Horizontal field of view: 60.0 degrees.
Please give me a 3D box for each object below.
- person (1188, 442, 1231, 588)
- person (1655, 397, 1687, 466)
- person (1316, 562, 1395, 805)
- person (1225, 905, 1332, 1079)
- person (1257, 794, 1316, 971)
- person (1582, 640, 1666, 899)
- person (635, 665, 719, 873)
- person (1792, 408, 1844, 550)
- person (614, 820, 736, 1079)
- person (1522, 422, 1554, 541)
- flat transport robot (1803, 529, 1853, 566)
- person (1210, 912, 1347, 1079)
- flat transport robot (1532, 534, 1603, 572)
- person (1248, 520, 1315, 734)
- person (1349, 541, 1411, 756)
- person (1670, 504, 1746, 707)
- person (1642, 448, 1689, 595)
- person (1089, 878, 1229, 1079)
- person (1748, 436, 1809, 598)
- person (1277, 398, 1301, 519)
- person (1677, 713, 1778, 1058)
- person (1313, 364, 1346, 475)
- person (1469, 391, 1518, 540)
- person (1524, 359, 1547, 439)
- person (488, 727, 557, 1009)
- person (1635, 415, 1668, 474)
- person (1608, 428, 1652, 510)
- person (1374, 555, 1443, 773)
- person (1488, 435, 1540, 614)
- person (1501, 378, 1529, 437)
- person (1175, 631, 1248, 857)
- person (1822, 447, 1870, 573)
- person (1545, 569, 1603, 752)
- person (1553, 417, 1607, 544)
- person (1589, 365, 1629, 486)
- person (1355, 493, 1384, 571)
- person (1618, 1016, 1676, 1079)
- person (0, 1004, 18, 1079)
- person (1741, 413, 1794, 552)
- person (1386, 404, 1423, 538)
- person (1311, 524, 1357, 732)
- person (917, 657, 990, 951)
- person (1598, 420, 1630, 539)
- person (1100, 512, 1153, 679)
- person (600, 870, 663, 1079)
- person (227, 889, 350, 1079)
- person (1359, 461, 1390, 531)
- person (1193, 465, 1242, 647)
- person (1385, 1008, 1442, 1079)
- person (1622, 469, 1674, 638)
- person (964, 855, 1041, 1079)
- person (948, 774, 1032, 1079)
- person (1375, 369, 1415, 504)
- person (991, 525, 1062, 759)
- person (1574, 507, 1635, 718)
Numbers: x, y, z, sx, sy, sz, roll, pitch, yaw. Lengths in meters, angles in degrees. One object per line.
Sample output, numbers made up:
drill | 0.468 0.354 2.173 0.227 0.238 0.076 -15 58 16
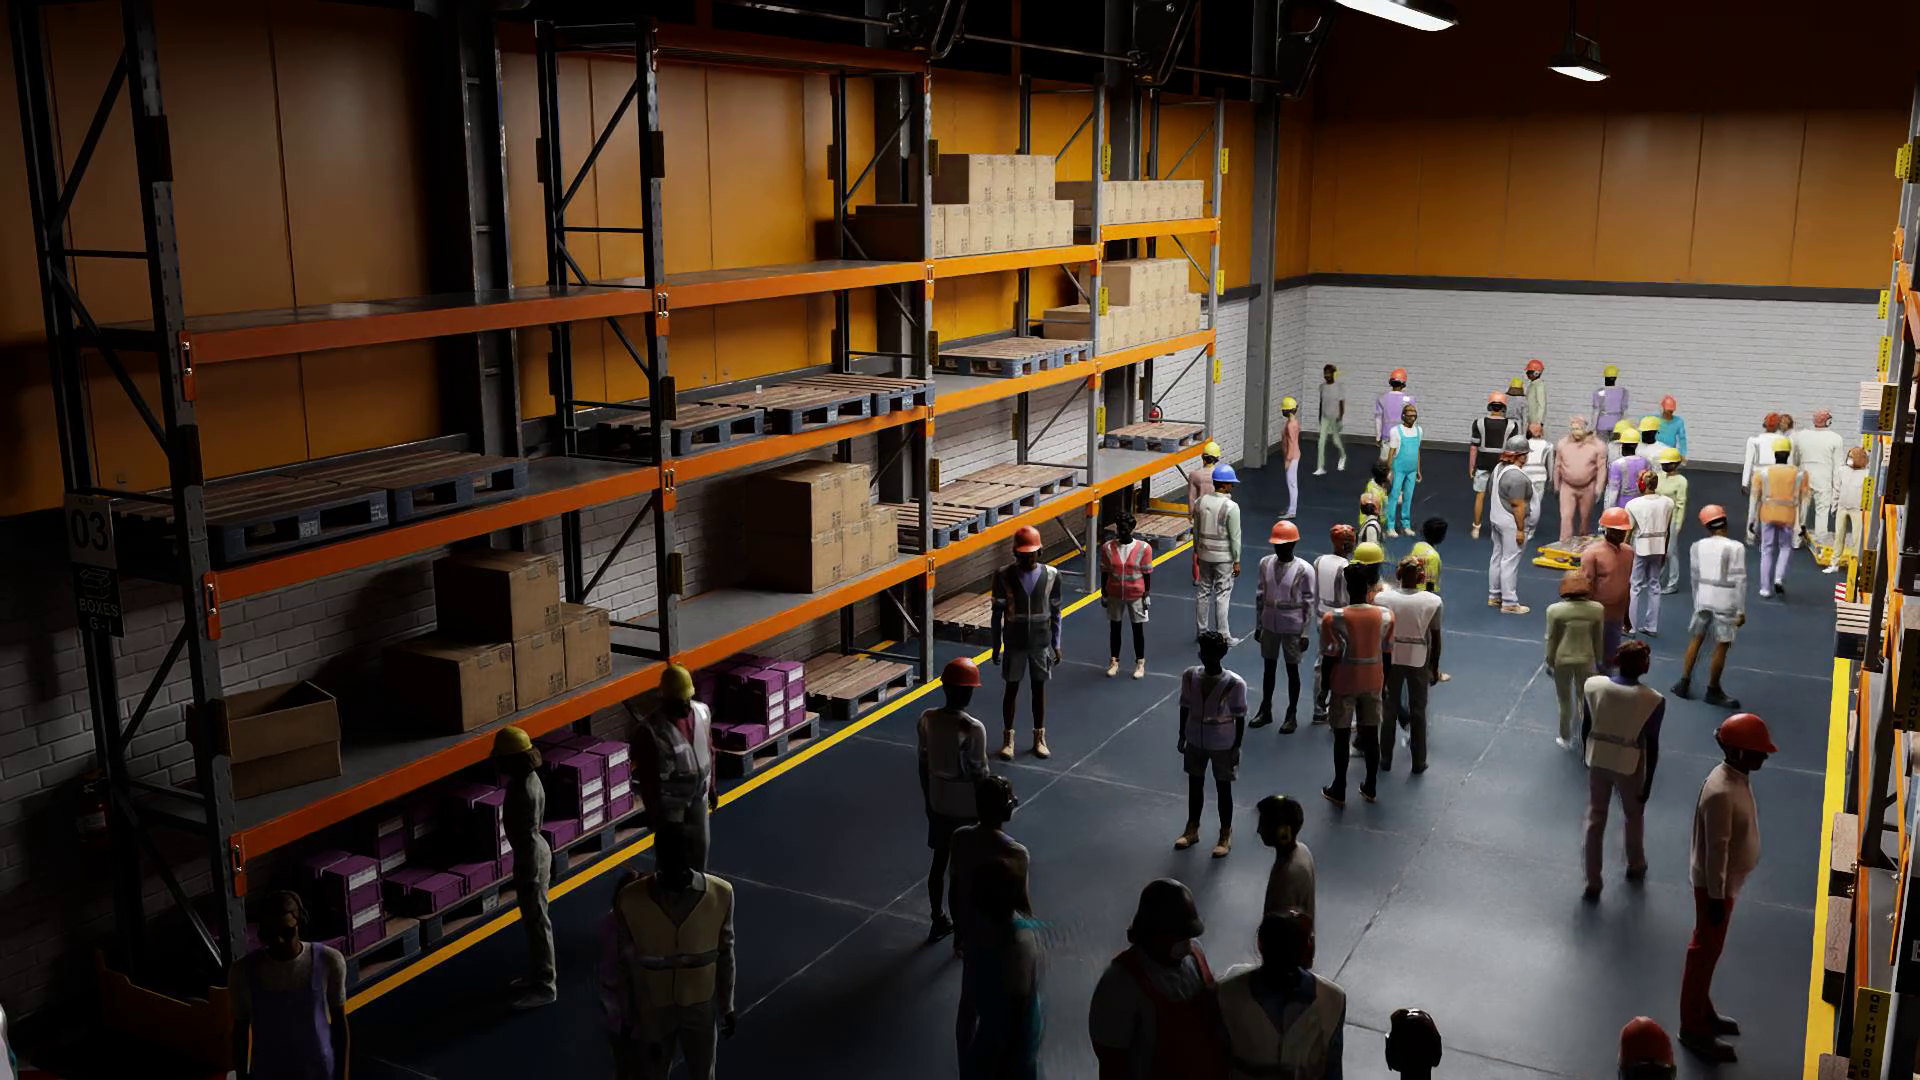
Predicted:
person | 3.007 -0.300 20.074 0.523 1.769 0.313 5 14 23
person | 10.400 -1.264 24.527 0.564 1.696 0.938 0 13 -1
person | 3.128 1.139 13.185 0.605 1.962 0.373 -2 13 -8
person | 1.479 2.488 7.485 0.582 1.800 0.915 11 16 39
person | 1.678 2.206 8.659 0.330 1.858 0.519 4 13 17
person | 4.638 1.566 11.645 0.573 1.802 0.901 9 16 36
person | -1.858 1.687 11.060 0.404 1.817 0.599 11 17 40
person | 11.300 -0.788 21.937 0.406 1.911 0.639 -12 17 -42
person | -1.388 2.278 8.187 0.593 1.920 0.391 -3 13 -15
person | 7.853 -0.827 22.778 0.543 1.597 0.739 5 13 21
flat transport robot | 11.453 0.096 21.675 0.652 0.197 1.431 4 13 19
person | 1.358 2.492 7.230 0.595 1.917 0.373 1 13 3
flat transport robot | 8.013 0.156 21.404 1.431 0.197 0.652 -12 17 -43
person | 2.880 0.772 14.882 0.544 1.939 0.372 10 16 37
person | 3.629 0.931 14.253 0.719 1.905 0.608 -1 13 -4
person | 7.120 0.624 15.690 0.377 1.885 0.661 -6 14 -25
person | 8.398 -0.230 19.785 0.343 1.759 0.534 -4 13 -16
person | 0.906 2.426 7.248 0.537 2.000 0.689 12 17 42
person | 9.630 -0.270 19.604 0.621 1.906 0.439 5 13 21
person | 4.746 -1.175 24.003 0.329 1.763 0.523 3 13 15
person | 4.381 1.941 9.522 0.395 1.993 0.614 7 15 30
person | 6.183 -2.015 27.581 0.523 1.846 0.833 10 16 38
person | 7.247 -1.008 22.658 0.609 2.032 0.410 3 13 15
person | 9.211 -1.907 26.748 0.391 1.995 0.613 1 13 5
person | -2.637 1.957 10.047 0.328 1.733 0.488 -5 14 -22
person | 8.838 -0.664 21.376 0.701 1.906 0.600 -5 14 -23
person | 8.046 -0.391 20.115 0.588 1.927 0.370 -6 14 -23
person | 3.715 1.041 13.884 0.564 1.847 0.395 5 13 20
person | 6.330 -0.194 18.976 0.536 2.000 0.676 -1 13 -5
person | 8.797 -1.713 26.467 0.490 1.737 0.312 9 16 36
person | 1.838 1.488 12.225 0.542 1.695 0.316 8 15 33
person | 11.042 -0.352 20.605 0.286 1.632 0.500 -9 15 -34
person | 5.287 1.061 14.298 0.525 1.612 0.497 1 13 3
person | 7.998 -0.660 21.507 0.654 1.851 0.985 5 14 23
person | 10.315 -1.814 26.482 0.585 1.930 0.366 -1 13 -4
person | 4.327 0.307 17.638 0.306 1.639 0.523 3 13 13
person | 2.705 2.728 6.674 0.609 1.693 0.915 6 14 24
person | -4.201 2.583 7.026 0.429 1.833 0.637 2 13 10
person | 10.684 -0.768 22.035 0.623 1.848 0.900 5 14 21
person | 6.093 -0.947 22.791 0.514 1.844 0.327 -4 13 -19
person | 3.388 0.786 14.946 0.355 1.883 0.572 -6 14 -23
person | -0.012 1.698 10.761 0.543 1.928 0.372 10 16 37
person | 8.948 -0.790 22.444 0.942 1.690 0.493 -10 16 -38
person | 1.639 0.544 16.475 0.535 1.690 0.319 4 13 18
person | -1.654 2.408 8.276 0.399 1.622 0.548 -7 14 -29
person | -3.020 2.455 7.559 0.508 1.846 0.345 -5 13 -21
person | 4.877 -0.149 19.648 0.317 1.660 0.695 2 13 10
person | 2.729 0.166 17.578 0.399 1.943 0.614 -10 16 -38
person | 1.749 2.697 6.494 0.504 1.838 0.351 -1 13 -4
person | 7.360 0.160 17.864 0.560 1.836 0.394 -3 13 -12
person | 0.221 2.379 8.001 0.724 1.833 0.551 -6 14 -25
person | 0.172 2.148 8.936 0.516 1.842 0.328 9 16 36
person | 6.567 -1.564 25.103 0.605 2.045 0.378 7 15 30
person | 0.572 0.873 14.194 0.614 2.042 0.373 -1 13 -5
person | 5.903 0.675 15.190 0.611 1.995 0.380 -7 14 -28
